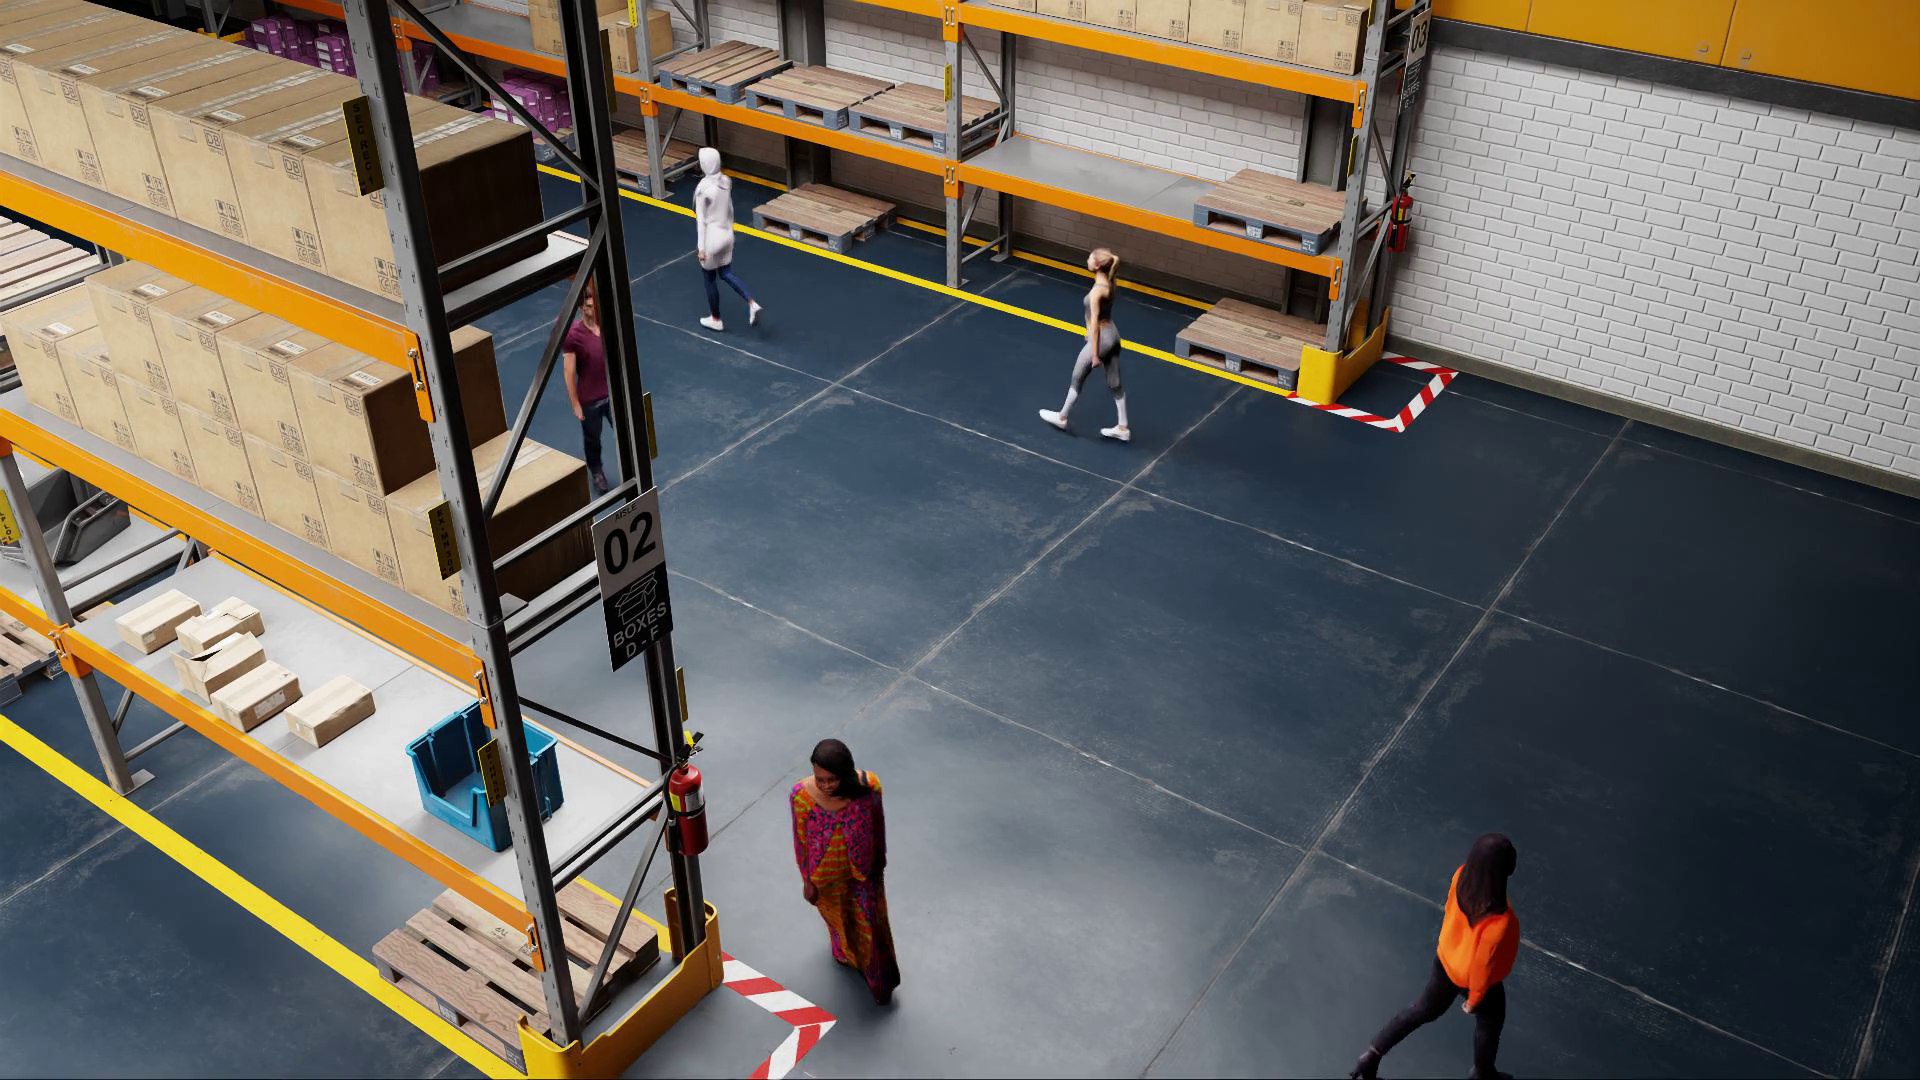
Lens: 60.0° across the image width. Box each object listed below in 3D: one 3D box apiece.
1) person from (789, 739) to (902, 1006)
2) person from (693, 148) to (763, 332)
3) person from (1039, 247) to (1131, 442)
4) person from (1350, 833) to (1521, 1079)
[{"bbox_3d":[-0.635,1.638,8.779,0.978,1.639,1.034,-5,34,-8],"label":"person"},{"bbox_3d":[-2.153,-2.699,15.195,0.903,1.760,0.619,20,38,27],"label":"person"},{"bbox_3d":[1.231,-1.557,13.558,1.016,1.670,0.584,20,39,28],"label":"person"},{"bbox_3d":[2.358,2.092,8.025,1.149,1.719,1.089,-6,34,-9],"label":"person"}]
